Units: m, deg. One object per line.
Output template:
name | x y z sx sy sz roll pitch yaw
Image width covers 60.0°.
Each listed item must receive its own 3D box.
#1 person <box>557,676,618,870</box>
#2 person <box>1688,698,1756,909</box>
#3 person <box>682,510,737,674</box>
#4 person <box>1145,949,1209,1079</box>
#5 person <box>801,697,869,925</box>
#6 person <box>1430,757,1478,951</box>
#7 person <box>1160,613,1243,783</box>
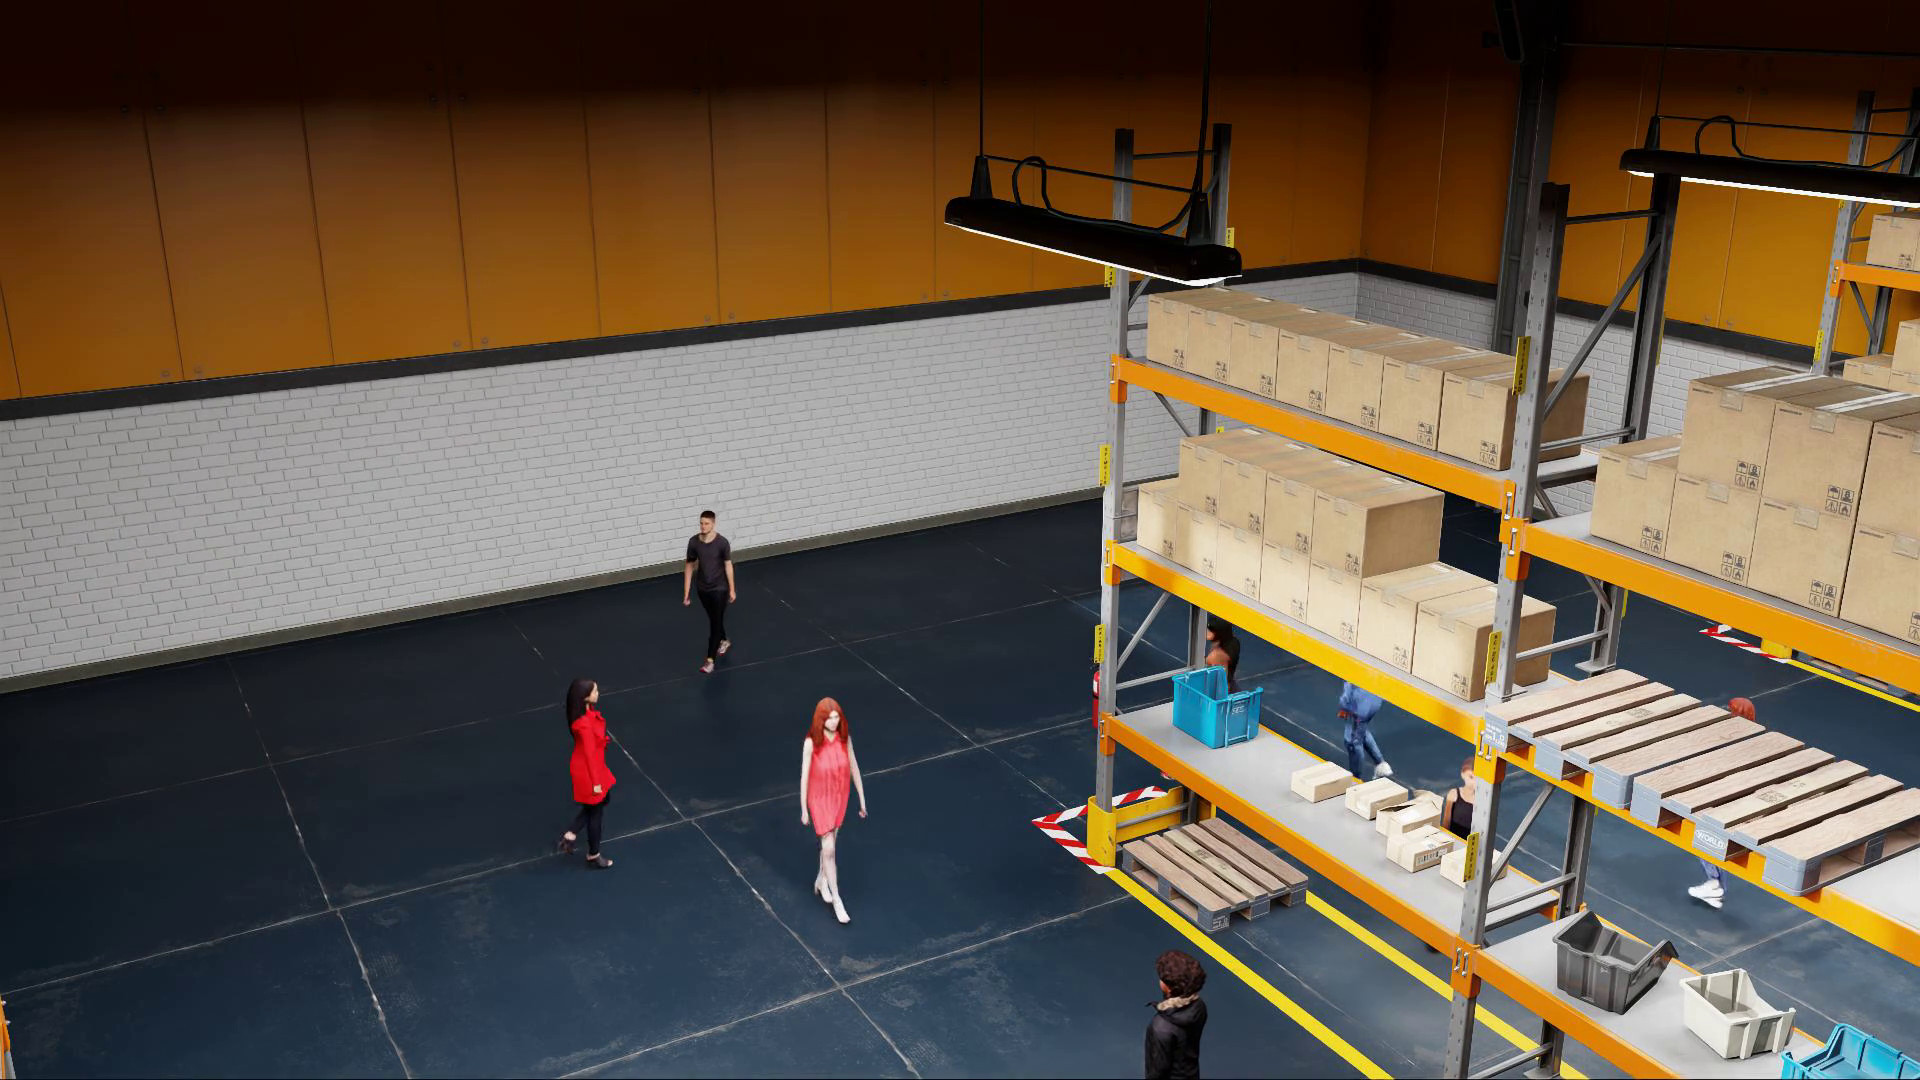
person | -3.120 1.925 13.597 0.756 1.738 0.741 -7 20 -20
person | 6.053 2.098 13.030 0.609 1.773 0.614 -12 22 -32
person | -2.625 0.507 17.836 1.131 1.721 1.210 4 19 12
person | 1.255 3.196 9.757 0.729 1.781 0.711 14 23 35
person | -1.077 2.054 13.112 0.662 1.805 0.853 -13 23 -34
person | 3.807 2.359 12.581 0.617 1.565 0.663 2 19 7
person | 2.408 1.504 14.826 1.346 1.753 1.101 13 22 33
